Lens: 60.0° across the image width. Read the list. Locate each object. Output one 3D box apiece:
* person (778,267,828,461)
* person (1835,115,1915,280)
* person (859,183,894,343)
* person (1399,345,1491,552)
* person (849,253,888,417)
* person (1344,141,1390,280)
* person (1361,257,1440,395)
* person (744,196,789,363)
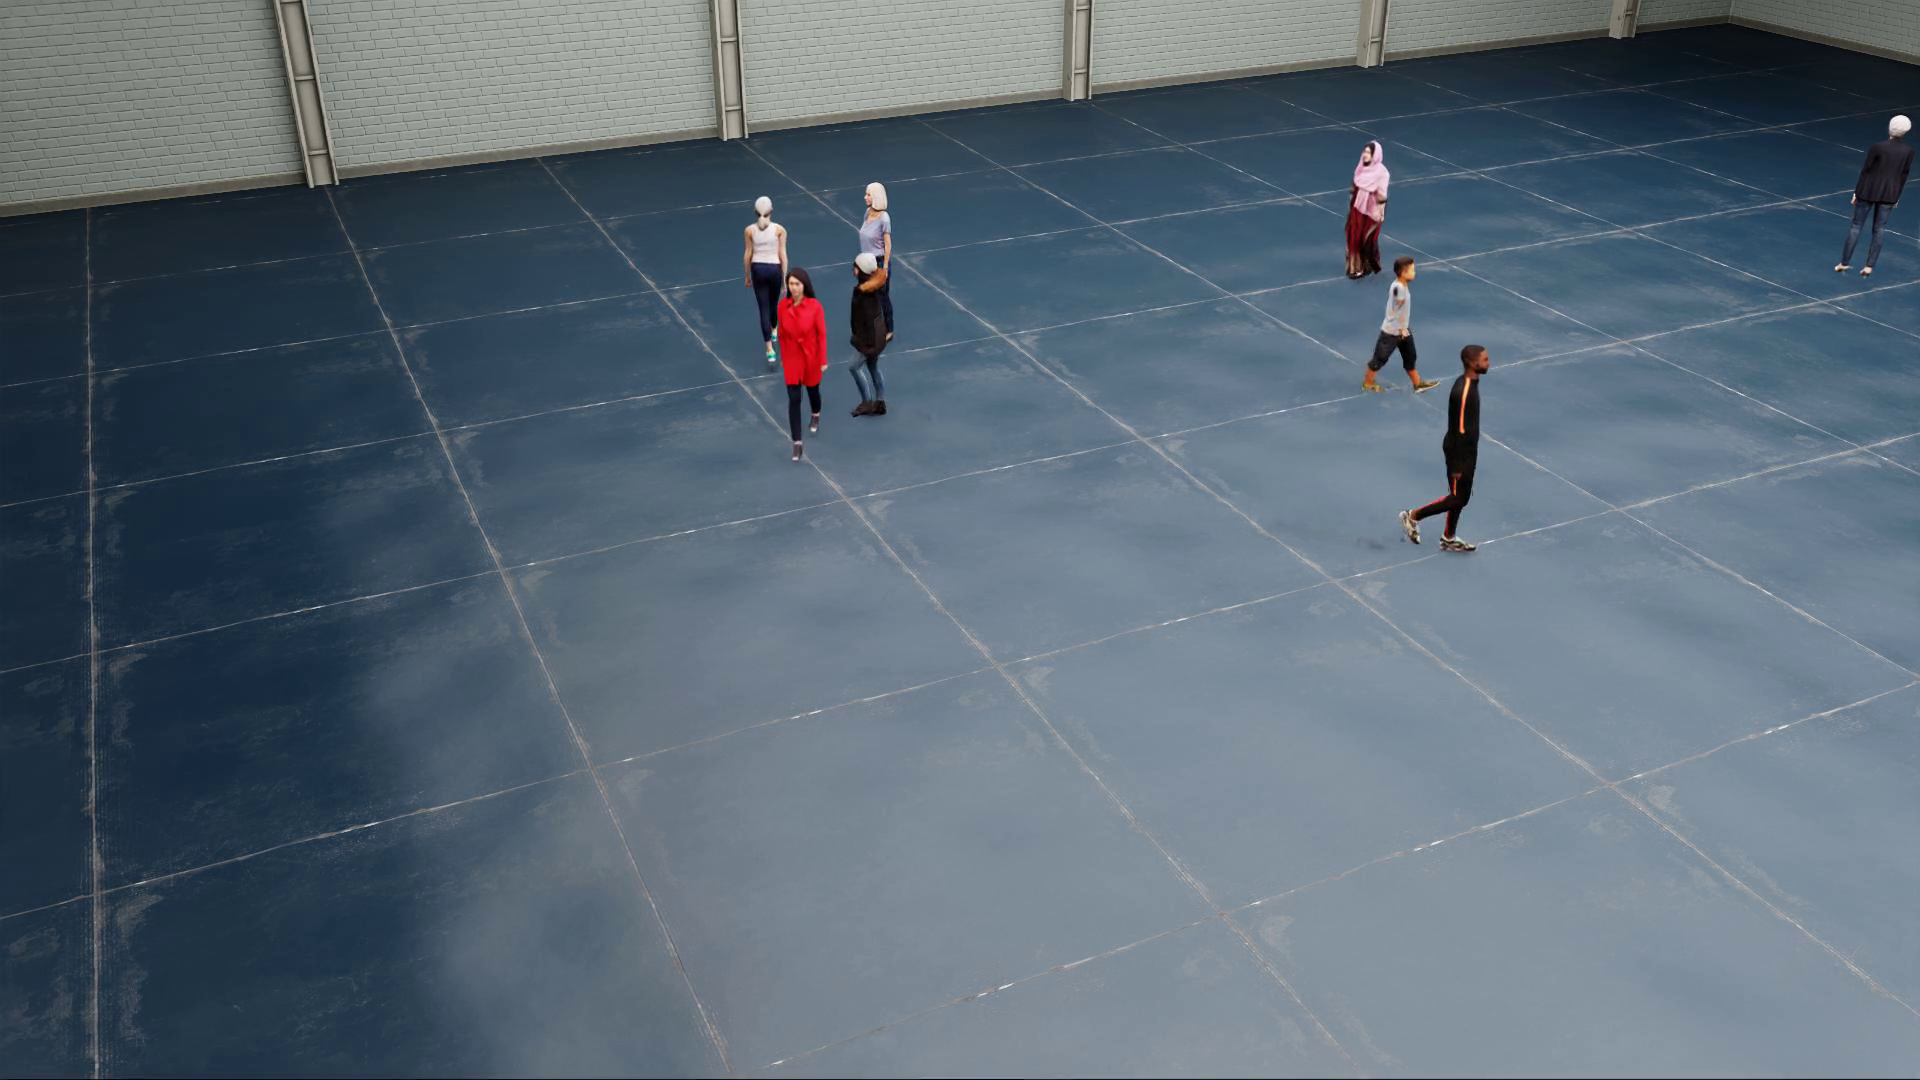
[{"bbox_3d":[-1.407,-1.648,15.186,1.092,1.707,1.039,4,28,7],"label":"person"},{"bbox_3d":[9.769,-3.689,17.792,0.808,1.781,0.793,6,29,12],"label":"person"},{"bbox_3d":[-0.874,-2.930,17.578,0.571,1.722,0.629,-19,34,-32],"label":"person"},{"bbox_3d":[3.921,-0.712,13.335,0.985,1.795,0.933,11,30,19],"label":"person"},{"bbox_3d":[-0.793,-1.934,15.813,0.748,1.622,0.730,0,28,1],"label":"person"},{"bbox_3d":[4.777,-3.840,19.387,0.773,1.627,0.740,-24,36,-37],"label":"person"},{"bbox_3d":[4.233,-2.144,16.412,1.051,1.430,0.974,8,29,15],"label":"person"},{"bbox_3d":[-1.986,-2.636,17.105,1.212,1.647,0.945,-3,28,-5],"label":"person"}]
